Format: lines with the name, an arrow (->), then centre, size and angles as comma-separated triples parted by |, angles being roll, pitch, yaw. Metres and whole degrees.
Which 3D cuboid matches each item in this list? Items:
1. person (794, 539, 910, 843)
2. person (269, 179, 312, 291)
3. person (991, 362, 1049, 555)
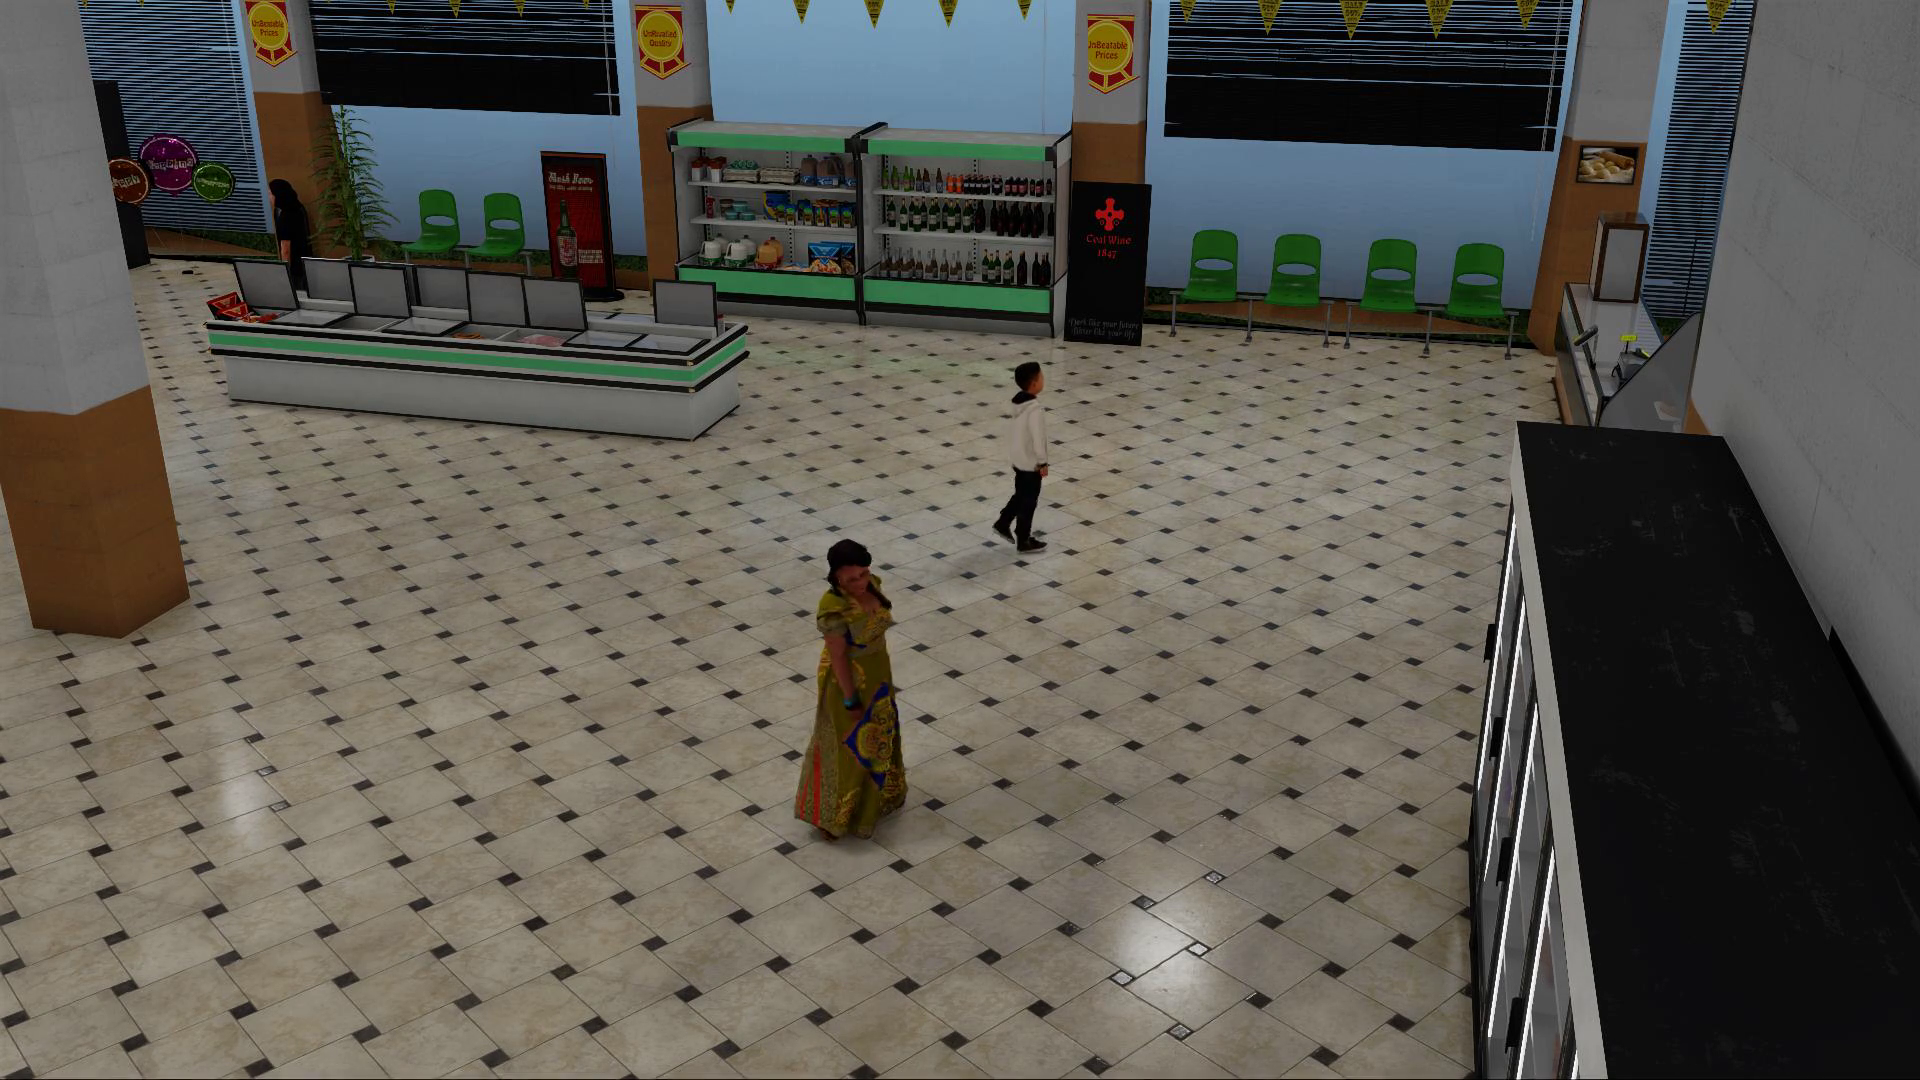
person -> -0.530, 0.724, 8.651 | 0.808, 1.645, 0.925 | 3, 22, 8
person -> -6.877, -2.837, 17.266 | 0.609, 1.829, 0.678 | 1, 22, 1
person -> 0.428, -0.584, 12.172 | 0.785, 1.447, 0.728 | -7, 23, -17
